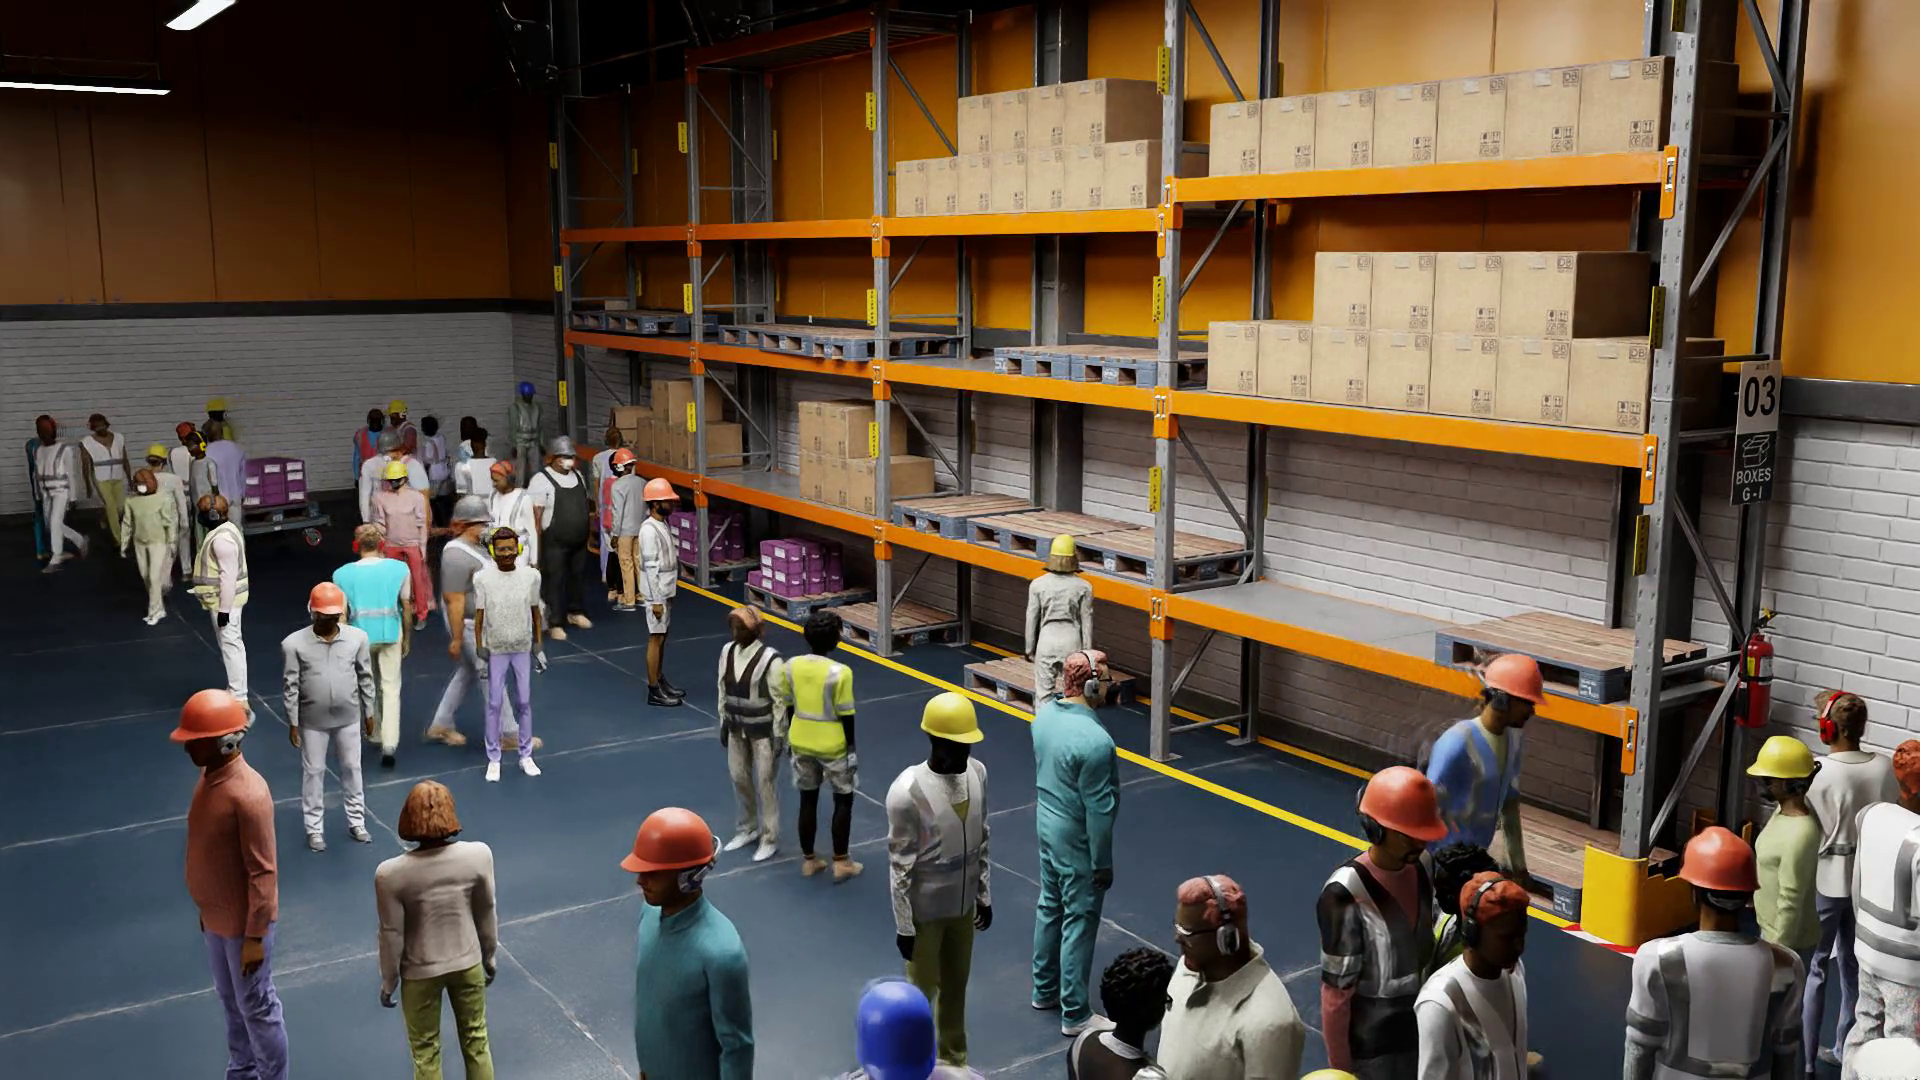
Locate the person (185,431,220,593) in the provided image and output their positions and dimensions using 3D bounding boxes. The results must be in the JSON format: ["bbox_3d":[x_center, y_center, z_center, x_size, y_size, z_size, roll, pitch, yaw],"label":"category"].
[{"bbox_3d":[-8.514,-0.300,18.701,0.507,1.865,0.329,7,12,37],"label":"person"}]

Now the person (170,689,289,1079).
[{"bbox_3d":[-3.127,1.603,7.143,0.378,1.995,0.608,-9,13,-43],"label":"person"}]

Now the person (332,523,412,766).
[{"bbox_3d":[-4.409,0.784,12.527,0.558,1.804,0.885,-3,10,-18],"label":"person"}]

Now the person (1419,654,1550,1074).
[{"bbox_3d":[2.419,1.496,7.843,0.970,1.967,0.621,8,13,40],"label":"person"}]

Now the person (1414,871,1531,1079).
[{"bbox_3d":[1.633,1.967,5.332,0.337,1.881,0.584,8,13,41],"label":"person"}]

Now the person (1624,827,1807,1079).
[{"bbox_3d":[2.485,1.905,5.569,0.544,1.930,0.389,1,10,6],"label":"person"}]

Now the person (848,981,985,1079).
[{"bbox_3d":[-0.185,2.080,4.579,0.626,1.917,0.516,-3,10,-19],"label":"person"}]

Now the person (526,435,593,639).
[{"bbox_3d":[-3.987,-0.039,16.650,0.541,2.000,0.762,6,11,32],"label":"person"}]

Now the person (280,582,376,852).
[{"bbox_3d":[-4.041,1.123,10.692,0.567,1.744,0.349,-6,11,-32],"label":"person"}]

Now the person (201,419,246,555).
[{"bbox_3d":[-8.720,-0.479,19.620,0.535,1.914,0.700,6,11,31],"label":"person"}]

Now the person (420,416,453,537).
[{"bbox_3d":[-7.081,-0.865,22.623,0.392,1.659,0.656,2,10,9],"label":"person"}]

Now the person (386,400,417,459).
[{"bbox_3d":[-7.789,-1.049,23.215,0.403,1.825,0.593,-9,13,-42],"label":"person"}]

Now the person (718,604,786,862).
[{"bbox_3d":[-1.314,1.210,10.519,0.526,1.640,0.312,6,12,33],"label":"person"}]

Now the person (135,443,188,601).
[{"bbox_3d":[-8.892,-0.200,18.502,0.522,1.744,0.800,-1,10,-7],"label":"person"}]

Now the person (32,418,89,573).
[{"bbox_3d":[-10.979,-0.564,20.272,0.592,1.860,0.804,3,10,17],"label":"person"}]

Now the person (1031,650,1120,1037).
[{"bbox_3d":[0.593,1.474,8.206,0.395,1.899,0.641,-4,11,-23],"label":"person"}]

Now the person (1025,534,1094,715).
[{"bbox_3d":[0.745,0.821,12.507,0.511,1.735,0.348,1,10,7],"label":"person"}]

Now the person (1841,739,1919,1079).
[{"bbox_3d":[3.826,1.728,6.743,0.355,1.882,0.576,0,10,-2],"label":"person"}]

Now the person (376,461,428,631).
[{"bbox_3d":[-5.656,0.063,16.884,0.520,1.758,0.349,0,10,1],"label":"person"}]

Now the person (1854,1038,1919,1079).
[{"bbox_3d":[2.913,2.086,4.807,0.540,1.824,0.640,-7,12,-37],"label":"person"}]

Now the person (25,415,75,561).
[{"bbox_3d":[-11.425,-0.650,20.853,0.502,1.836,0.341,1,10,6],"label":"person"}]

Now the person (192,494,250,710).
[{"bbox_3d":[-6.173,0.527,13.910,0.429,1.841,0.634,-4,11,-23],"label":"person"}]

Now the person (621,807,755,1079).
[{"bbox_3d":[-0.926,1.861,5.626,0.389,1.996,0.612,-7,12,-37],"label":"person"}]

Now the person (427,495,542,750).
[{"bbox_3d":[-3.726,0.618,12.788,0.884,2.000,0.682,-2,10,-10],"label":"person"}]

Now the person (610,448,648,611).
[{"bbox_3d":[-3.595,-0.117,17.944,0.340,1.749,0.572,4,11,24],"label":"person"}]

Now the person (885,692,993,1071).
[{"bbox_3d":[-0.066,1.602,7.372,0.396,1.921,0.585,9,13,42],"label":"person"}]

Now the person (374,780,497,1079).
[{"bbox_3d":[-2.186,1.810,6.984,0.502,1.632,0.277,-7,12,-34],"label":"person"}]

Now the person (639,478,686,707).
[{"bbox_3d":[-2.536,0.438,14.138,0.353,1.942,0.545,0,10,-1],"label":"person"}]

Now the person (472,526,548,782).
[{"bbox_3d":[-3.271,0.818,12.118,0.519,1.873,0.335,-4,11,-24],"label":"person"}]

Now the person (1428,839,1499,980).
[{"bbox_3d":[1.862,1.925,6.146,0.320,1.694,0.533,0,10,0],"label":"person"}]

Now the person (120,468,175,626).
[{"bbox_3d":[-8.435,0.063,17.274,0.528,1.624,0.447,0,10,1],"label":"person"}]

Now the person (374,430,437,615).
[{"bbox_3d":[-5.935,-0.204,17.616,0.761,2.000,0.710,-8,13,-41],"label":"person"}]

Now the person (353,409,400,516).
[{"bbox_3d":[-7.628,-0.798,21.733,0.647,1.821,0.663,-1,10,-5],"label":"person"}]

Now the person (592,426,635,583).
[{"bbox_3d":[-4.022,-0.405,19.410,0.501,1.838,0.341,0,10,-1],"label":"person"}]

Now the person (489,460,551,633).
[{"bbox_3d":[-4.287,0.117,16.285,0.589,1.855,0.647,8,12,38],"label":"person"}]

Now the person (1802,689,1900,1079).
[{"bbox_3d":[4.020,1.602,7.617,0.562,1.838,0.388,-2,10,-10],"label":"person"}]

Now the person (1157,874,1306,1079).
[{"bbox_3d":[0.805,1.973,5.271,0.403,1.897,0.653,-3,10,-19],"label":"person"}]

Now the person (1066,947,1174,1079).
[{"bbox_3d":[0.514,2.090,5.179,0.320,1.694,0.533,-5,11,-26],"label":"person"}]

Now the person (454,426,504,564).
[{"bbox_3d":[-5.310,-0.312,18.587,0.622,1.929,0.973,-5,11,-27],"label":"person"}]

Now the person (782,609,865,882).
[{"bbox_3d":[-0.847,1.246,10.134,0.586,1.694,0.364,5,11,29],"label":"person"}]

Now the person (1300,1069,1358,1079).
[{"bbox_3d":[0.927,2.205,4.369,0.321,1.737,0.484,2,10,11],"label":"person"}]

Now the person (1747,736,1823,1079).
[{"bbox_3d":[3.544,1.708,7.216,0.340,1.761,0.525,4,10,22],"label":"person"}]

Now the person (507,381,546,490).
[{"bbox_3d":[-6.564,-1.453,25.227,0.627,1.941,0.422,-9,13,-43],"label":"person"}]

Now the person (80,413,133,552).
[{"bbox_3d":[-11.055,-0.757,21.536,0.677,1.806,0.619,6,12,33],"label":"person"}]

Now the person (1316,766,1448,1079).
[{"bbox_3d":[1.536,1.785,5.996,0.612,2.029,0.409,-9,13,-43],"label":"person"}]
